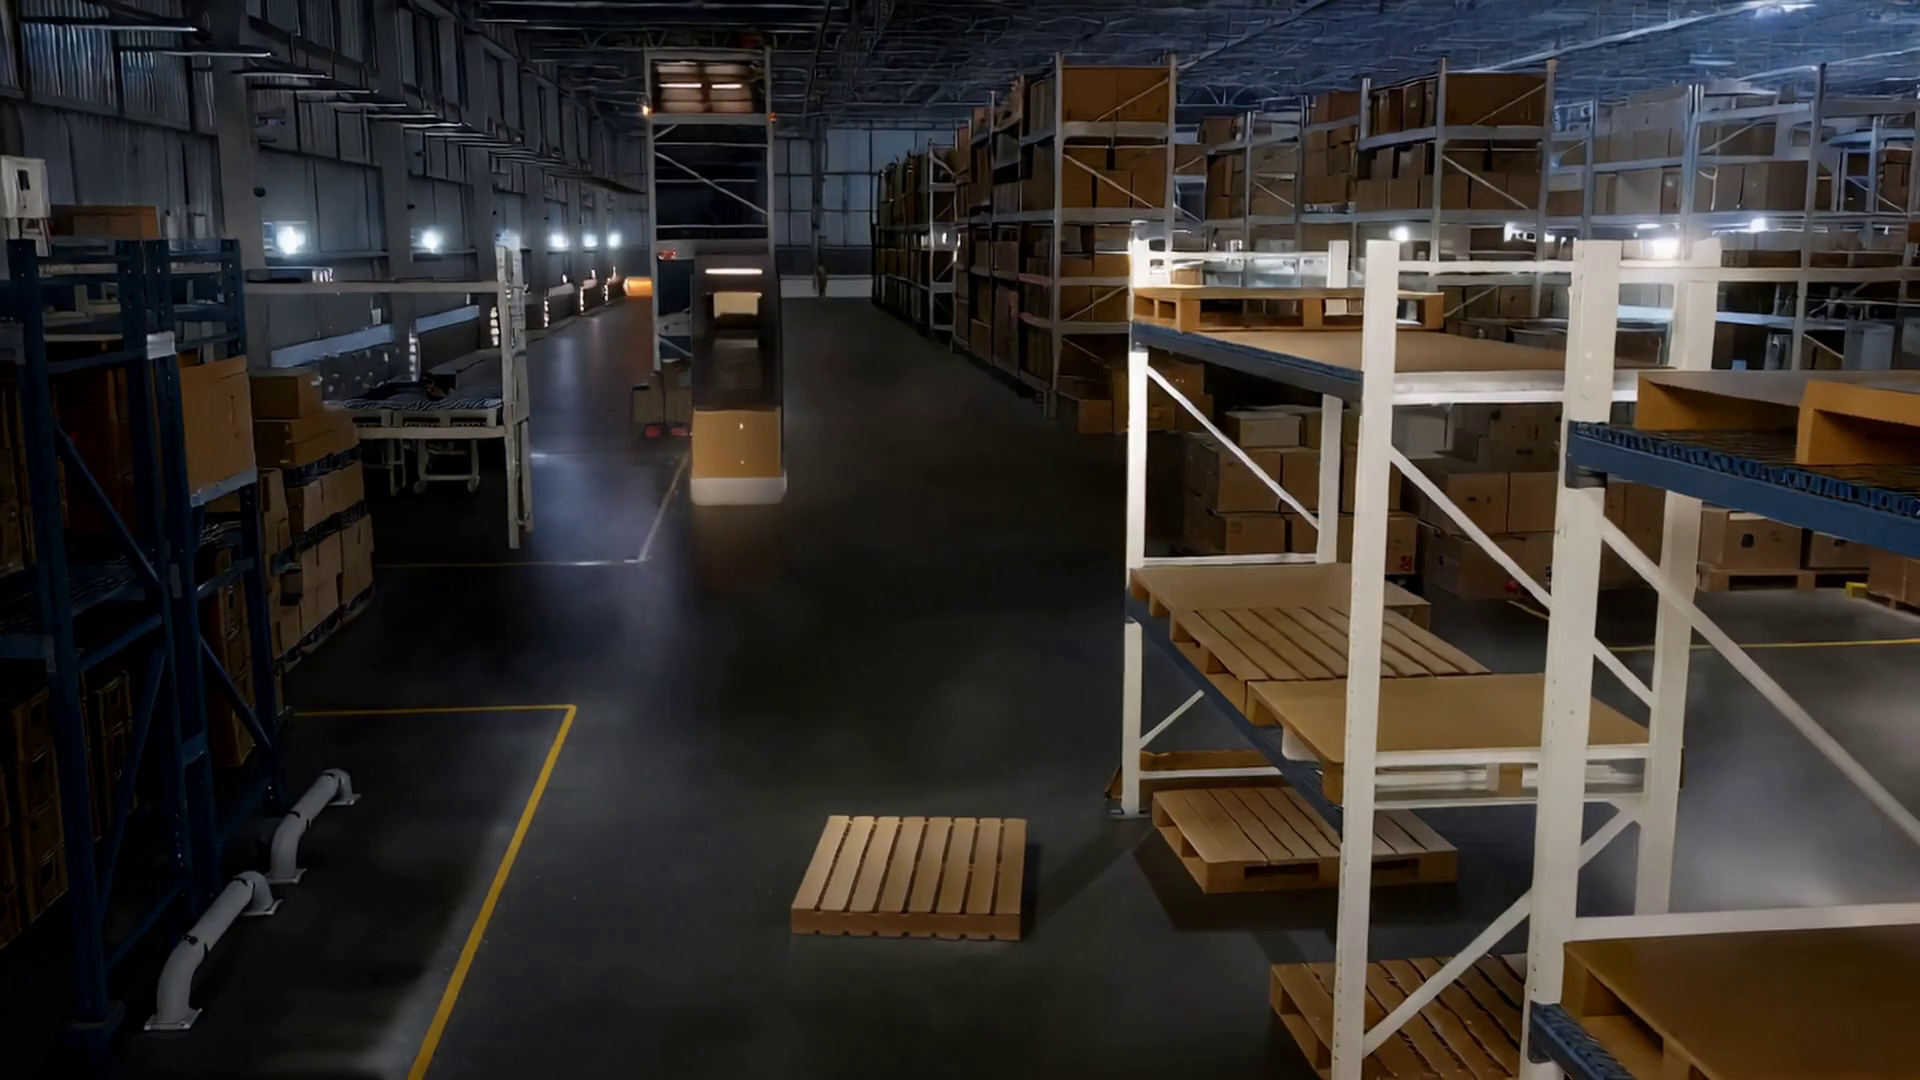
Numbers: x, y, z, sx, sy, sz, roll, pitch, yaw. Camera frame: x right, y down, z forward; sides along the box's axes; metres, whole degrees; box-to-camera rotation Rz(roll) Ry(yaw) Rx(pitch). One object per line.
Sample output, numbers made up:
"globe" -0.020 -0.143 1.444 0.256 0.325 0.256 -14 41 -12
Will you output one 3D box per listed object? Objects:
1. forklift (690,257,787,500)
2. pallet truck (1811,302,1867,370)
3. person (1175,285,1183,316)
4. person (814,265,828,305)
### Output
"forklift" -2.653 -1.960 19.793 1.129 2.768 1.873 -1 10 -6
"pallet truck" 15.846 -3.142 28.793 1.885 1.965 0.823 2 10 12
"person" 5.807 -6.016 45.238 0.738 1.816 0.641 -8 13 -36
"person" -6.518 -11.875 77.516 0.707 1.874 0.674 -8 13 -38
